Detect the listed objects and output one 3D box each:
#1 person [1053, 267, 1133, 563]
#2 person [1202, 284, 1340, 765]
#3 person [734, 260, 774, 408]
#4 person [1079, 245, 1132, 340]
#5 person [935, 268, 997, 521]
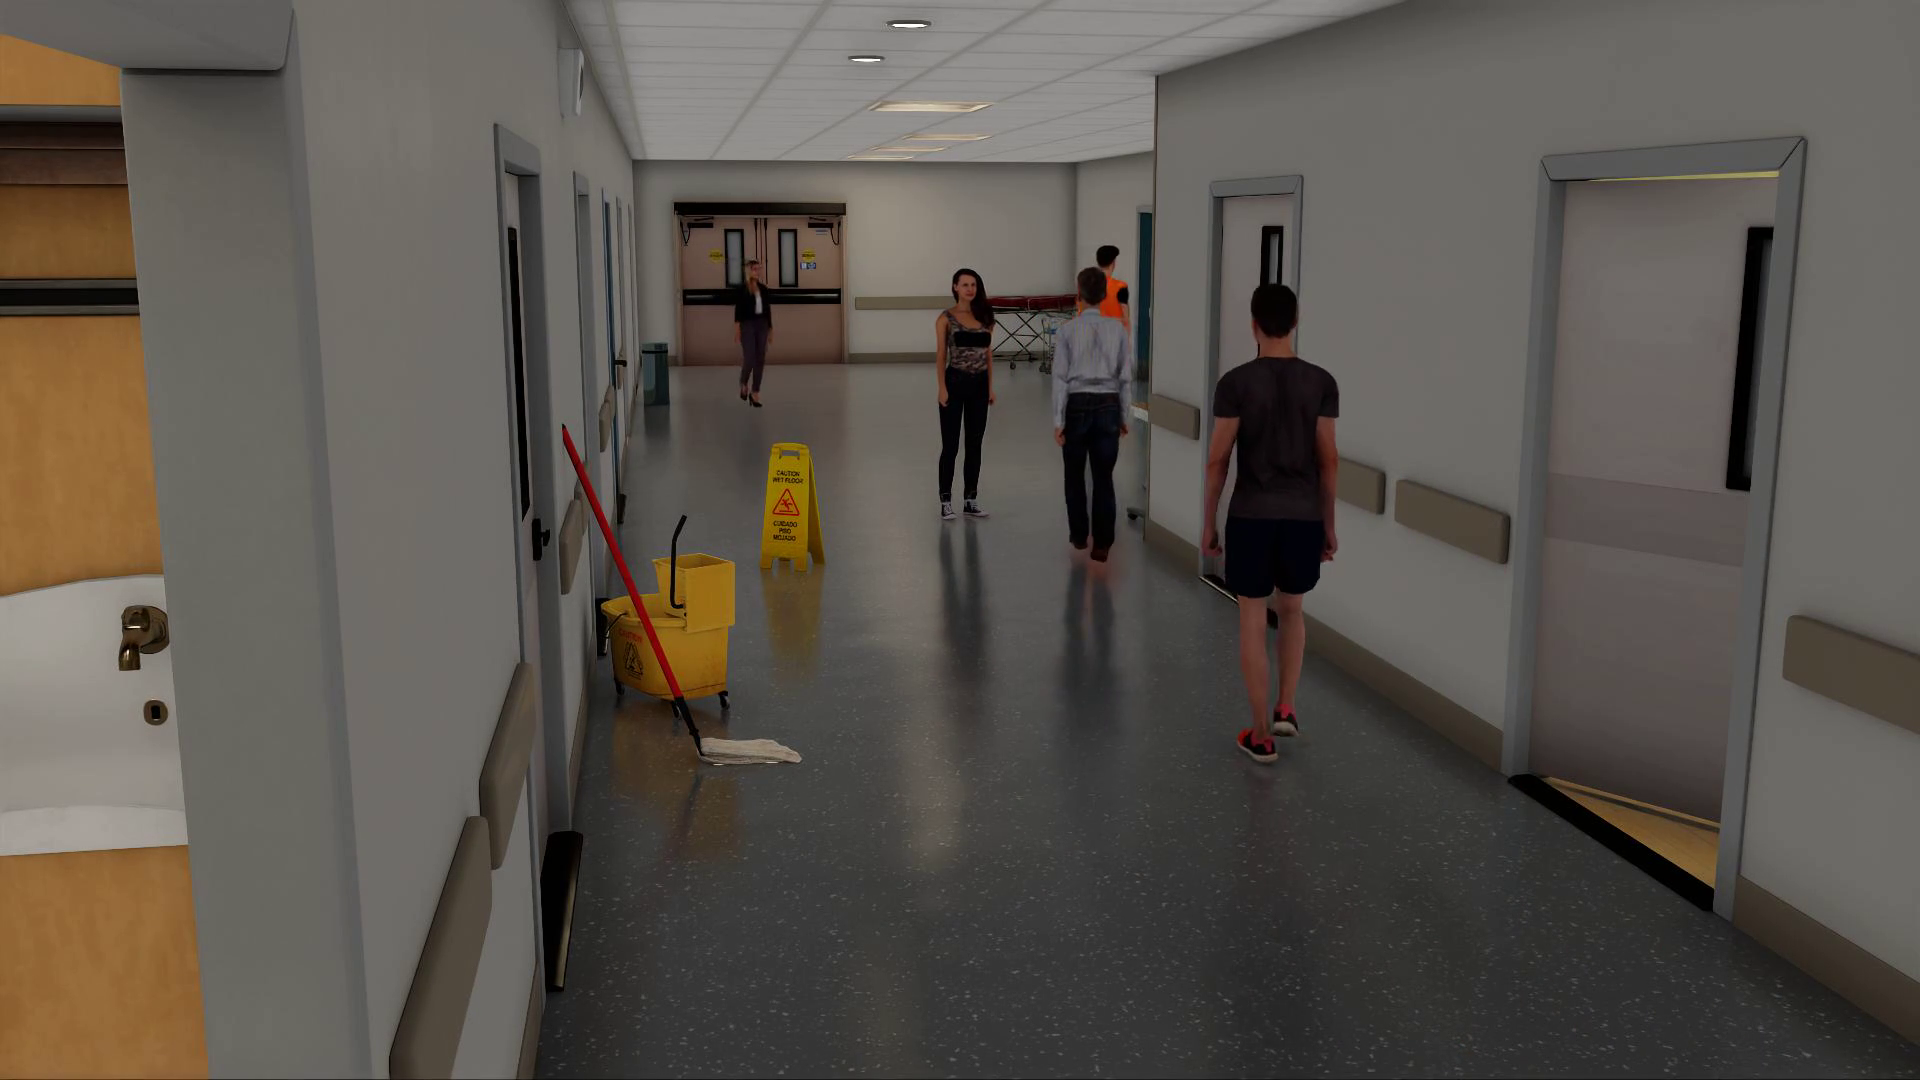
[{"bbox_3d":[0.816,-0.724,10.125,0.781,1.777,1.236,-1,11,-3],"label":"person"},{"bbox_3d":[1.217,-0.038,6.343,0.680,1.838,0.631,-1,11,-5],"label":"person"},{"bbox_3d":[-2.403,-2.345,18.973,0.737,1.663,0.775,-8,14,-38],"label":"person"},{"bbox_3d":[1.297,-1.745,15.261,0.930,1.869,1.002,6,12,28],"label":"person"},{"bbox_3d":[0.024,-1.039,11.804,0.664,1.770,0.627,-5,12,-26],"label":"person"}]
